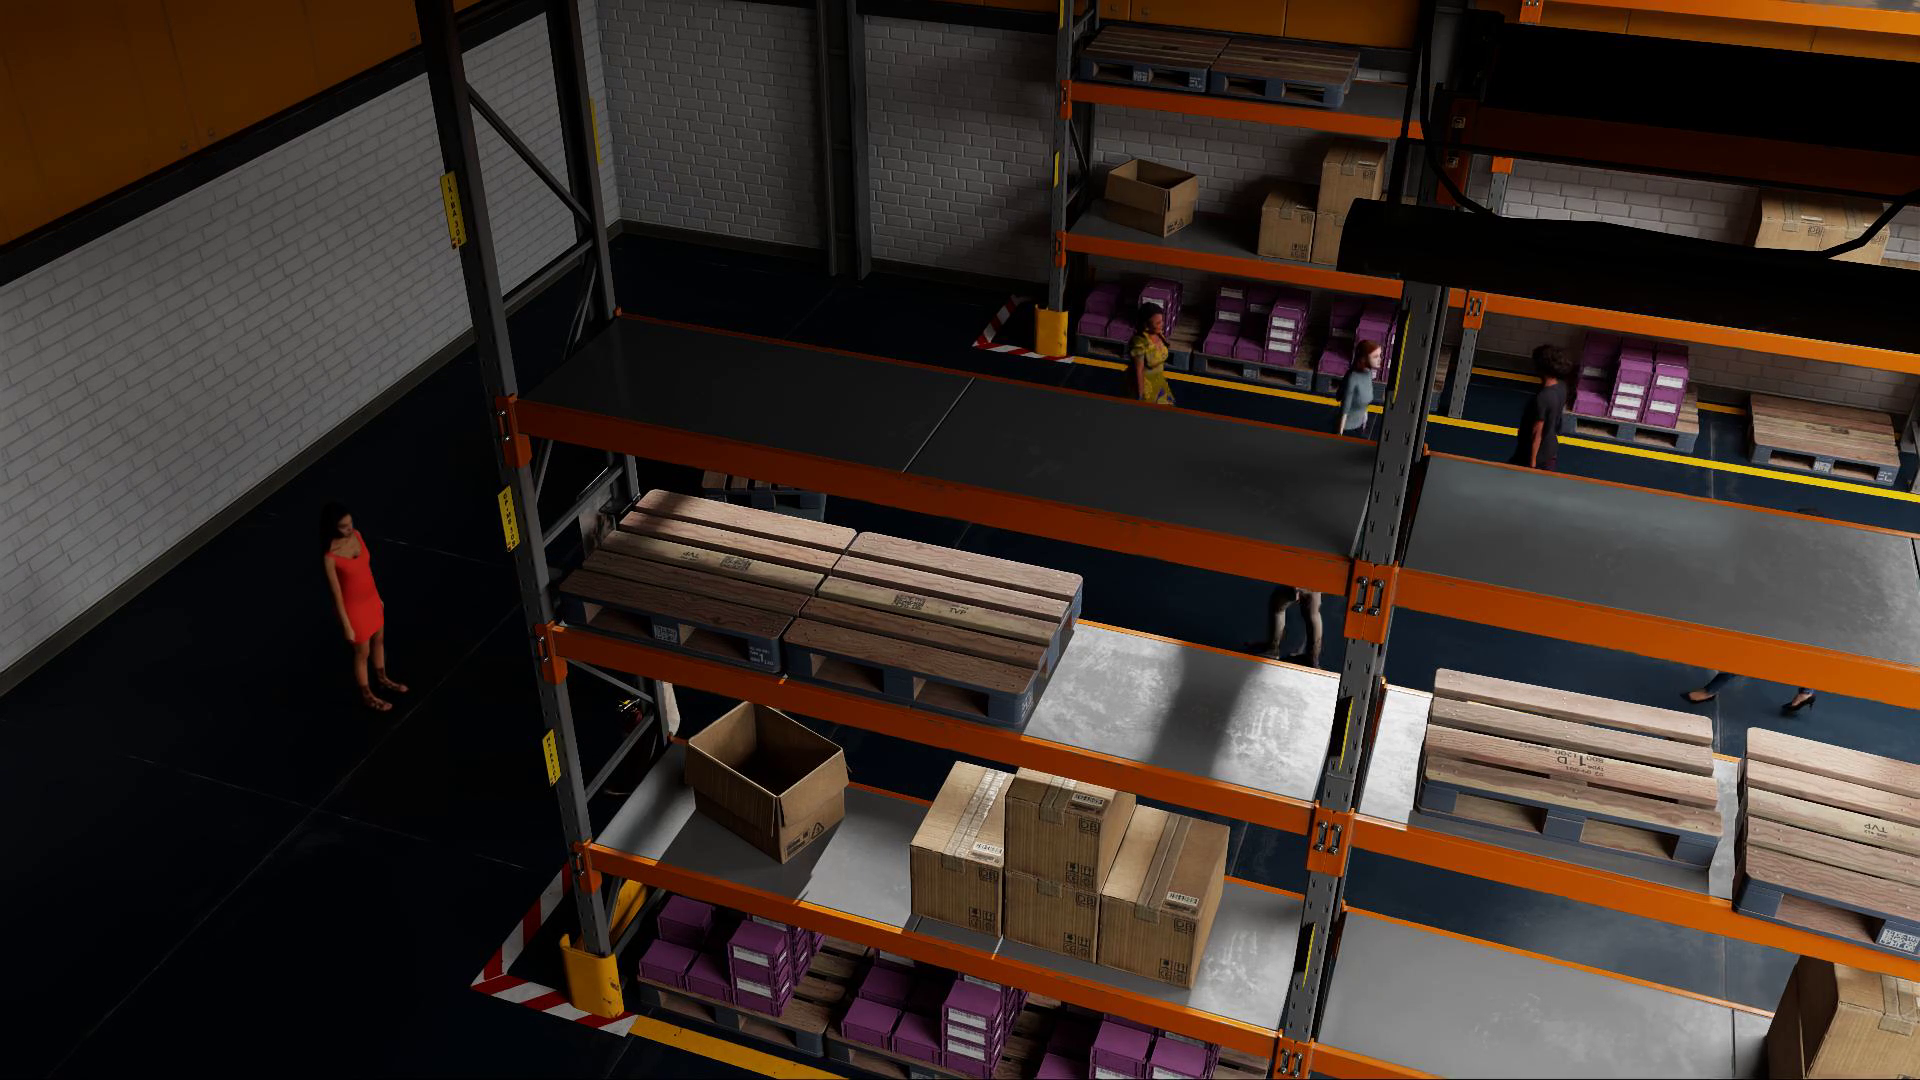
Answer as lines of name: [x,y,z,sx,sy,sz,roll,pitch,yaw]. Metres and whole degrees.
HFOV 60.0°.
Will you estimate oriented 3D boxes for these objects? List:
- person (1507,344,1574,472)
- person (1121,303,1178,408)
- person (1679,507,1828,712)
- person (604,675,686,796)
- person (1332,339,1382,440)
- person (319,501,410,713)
person: [4.792,-0.739,13.620,1.204,1.738,0.898,25,41,32]
person: [1.543,-1.343,14.610,0.908,1.647,0.871,19,38,26]
person: [5.854,0.553,11.679,1.205,1.734,0.754,5,34,8]
person: [-1.924,1.175,11.029,0.968,1.419,0.915,-13,36,-19]
person: [3.170,-0.905,13.877,0.906,1.730,0.770,26,41,33]
person: [-4.290,0.465,11.825,0.557,1.718,0.612,8,34,11]
